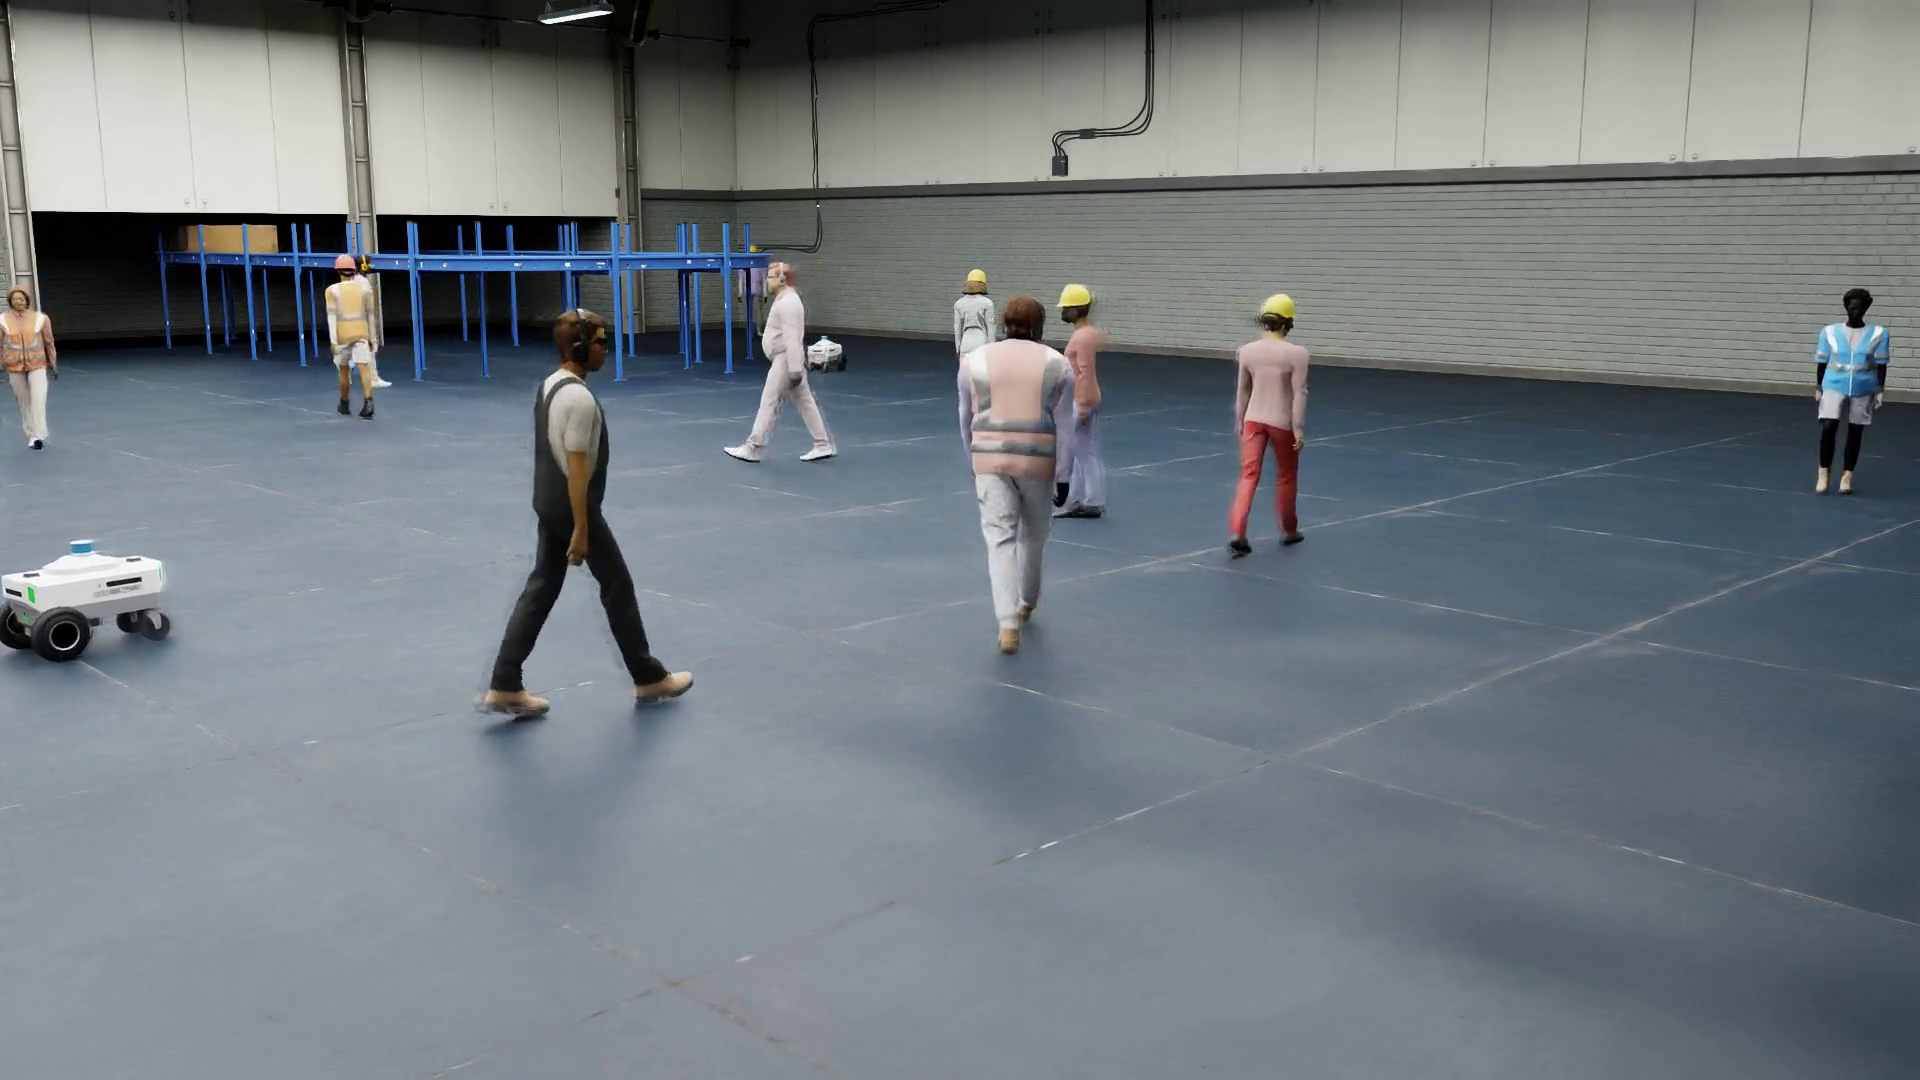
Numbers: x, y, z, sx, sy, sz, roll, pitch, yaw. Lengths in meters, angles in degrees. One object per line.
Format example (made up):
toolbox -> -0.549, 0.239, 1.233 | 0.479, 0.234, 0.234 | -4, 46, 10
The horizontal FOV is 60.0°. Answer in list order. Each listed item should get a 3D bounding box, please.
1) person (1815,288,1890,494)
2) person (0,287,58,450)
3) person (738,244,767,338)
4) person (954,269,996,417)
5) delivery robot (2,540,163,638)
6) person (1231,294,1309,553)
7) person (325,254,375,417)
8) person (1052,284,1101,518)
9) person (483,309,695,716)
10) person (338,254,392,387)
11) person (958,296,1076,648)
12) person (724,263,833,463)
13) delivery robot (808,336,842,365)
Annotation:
person -> 7.243, -1.199, 13.537 | 0.541, 1.677, 0.570 | 5, 12, 26
person -> -9.205, -1.680, 16.380 | 0.541, 1.589, 0.871 | -4, 11, -23
person -> -4.290, -5.161, 34.489 | 0.592, 1.927, 0.375 | 0, 10, -1
person -> 0.180, -2.103, 18.327 | 0.484, 1.736, 0.307 | 5, 11, 25
delivery robot -> -4.528, 0.244, 8.613 | 0.477, 0.478, 0.707 | 8, 13, 37
person -> 2.079, -0.788, 11.186 | 0.532, 1.725, 0.883 | 7, 12, 33
person -> -7.134, -2.398, 19.529 | 0.562, 1.892, 0.987 | -7, 13, -34
person -> 0.838, -1.025, 12.430 | 0.520, 1.752, 0.528 | 1, 10, 6
person -> -1.704, -0.118, 7.346 | 0.970, 1.797, 0.537 | -7, 12, -33
person -> -8.326, -3.042, 23.152 | 0.665, 1.848, 0.528 | -8, 13, -36
person -> 0.304, -0.382, 8.784 | 0.612, 1.784, 0.951 | 1, 10, 3
person -> -1.670, -1.642, 15.482 | 1.019, 1.854, 0.667 | 0, 10, -2
delivery robot -> -2.119, -2.952, 26.040 | 0.477, 0.478, 0.707 | 3, 11, 16
